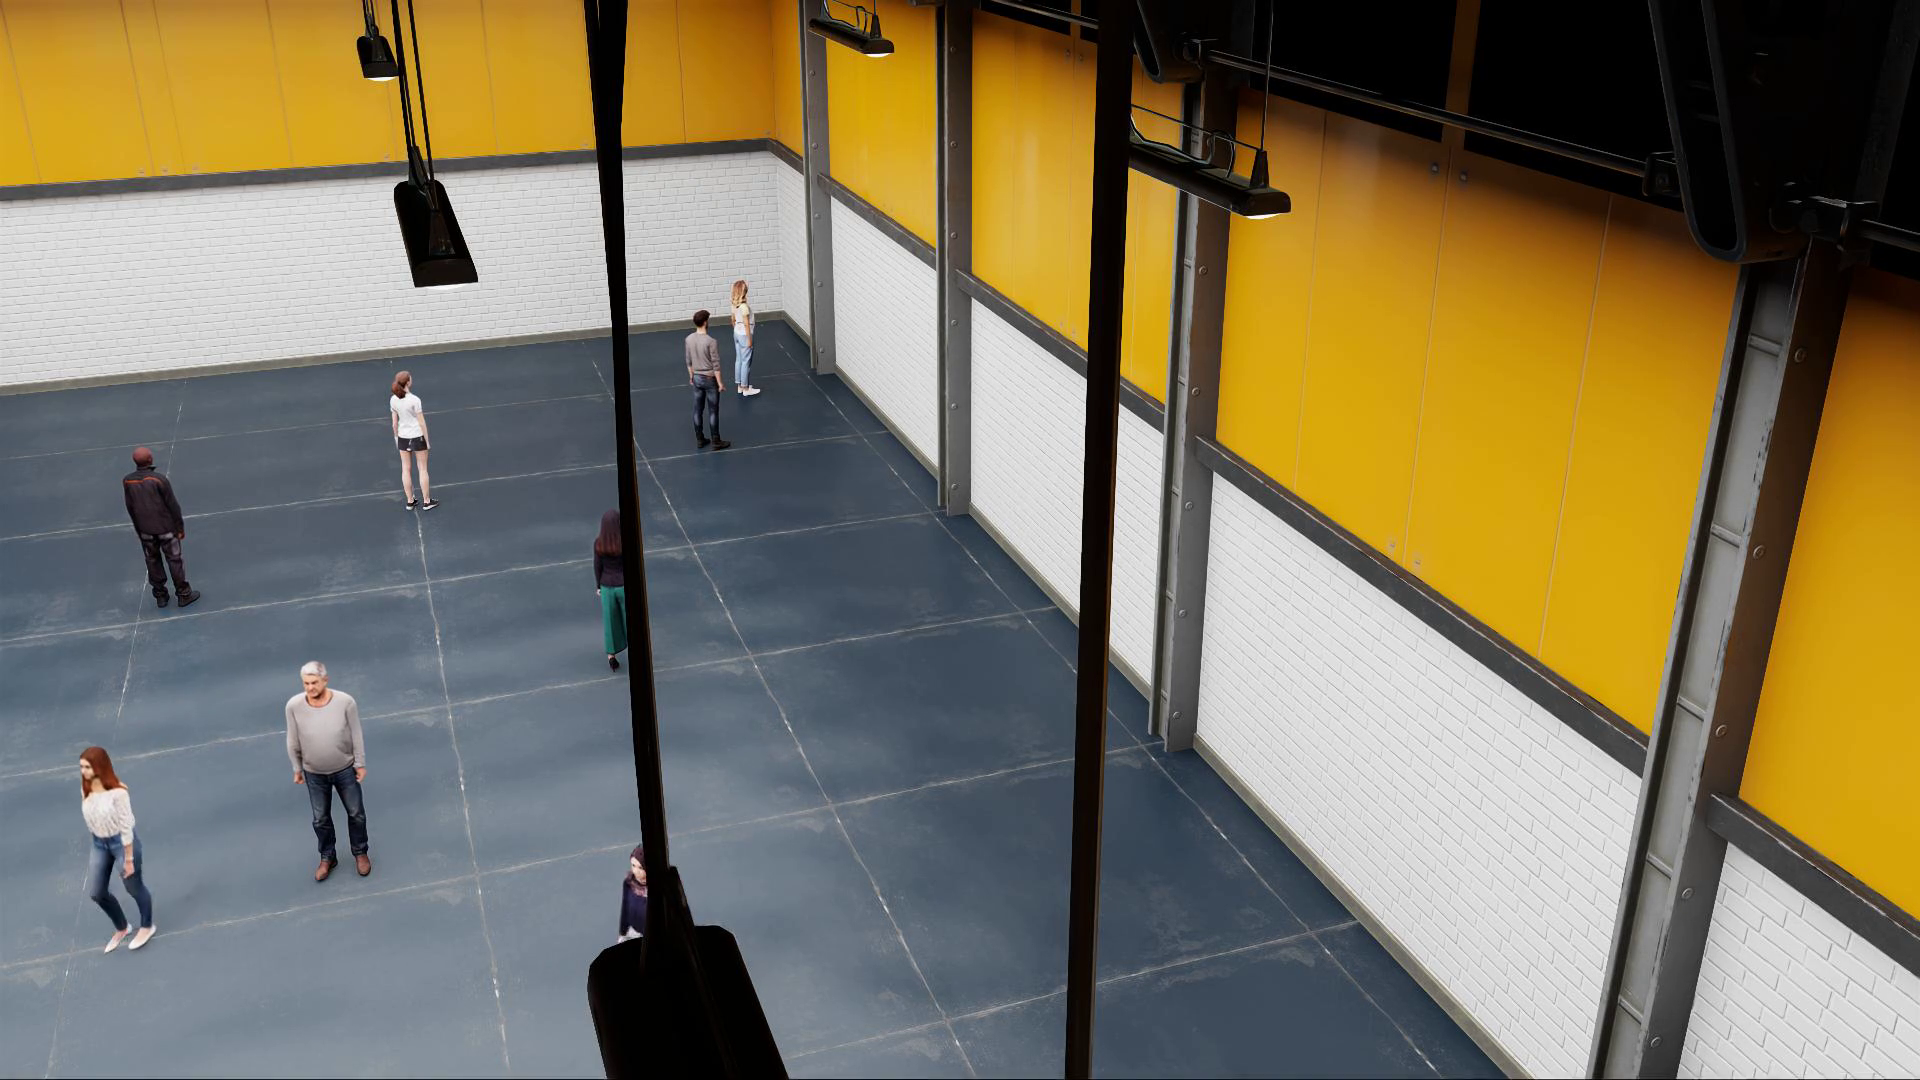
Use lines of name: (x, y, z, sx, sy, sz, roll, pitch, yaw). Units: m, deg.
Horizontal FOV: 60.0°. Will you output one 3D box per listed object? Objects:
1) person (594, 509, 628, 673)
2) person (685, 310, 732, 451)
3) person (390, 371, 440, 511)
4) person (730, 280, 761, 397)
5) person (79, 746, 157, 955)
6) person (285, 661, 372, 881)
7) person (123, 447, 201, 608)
person: (-3.385, 0.506, 16.502, 0.687, 1.740, 0.671, 3, 24, 6)
person: (-3.430, -2.152, 22.376, 0.762, 1.905, 0.833, 12, 26, 25)
person: (-6.748, -1.225, 20.449, 0.655, 1.750, 0.664, 3, 24, 6)
person: (-3.198, -2.988, 24.515, 0.741, 1.723, 0.570, -15, 28, -31)
person: (-6.270, 2.271, 12.494, 0.696, 1.716, 0.739, 5, 24, 11)
person: (-5.042, 1.809, 13.307, 0.755, 1.911, 0.664, -5, 24, -11)
person: (-8.634, -0.145, 17.886, 0.766, 1.825, 0.719, -1, 24, -3)
